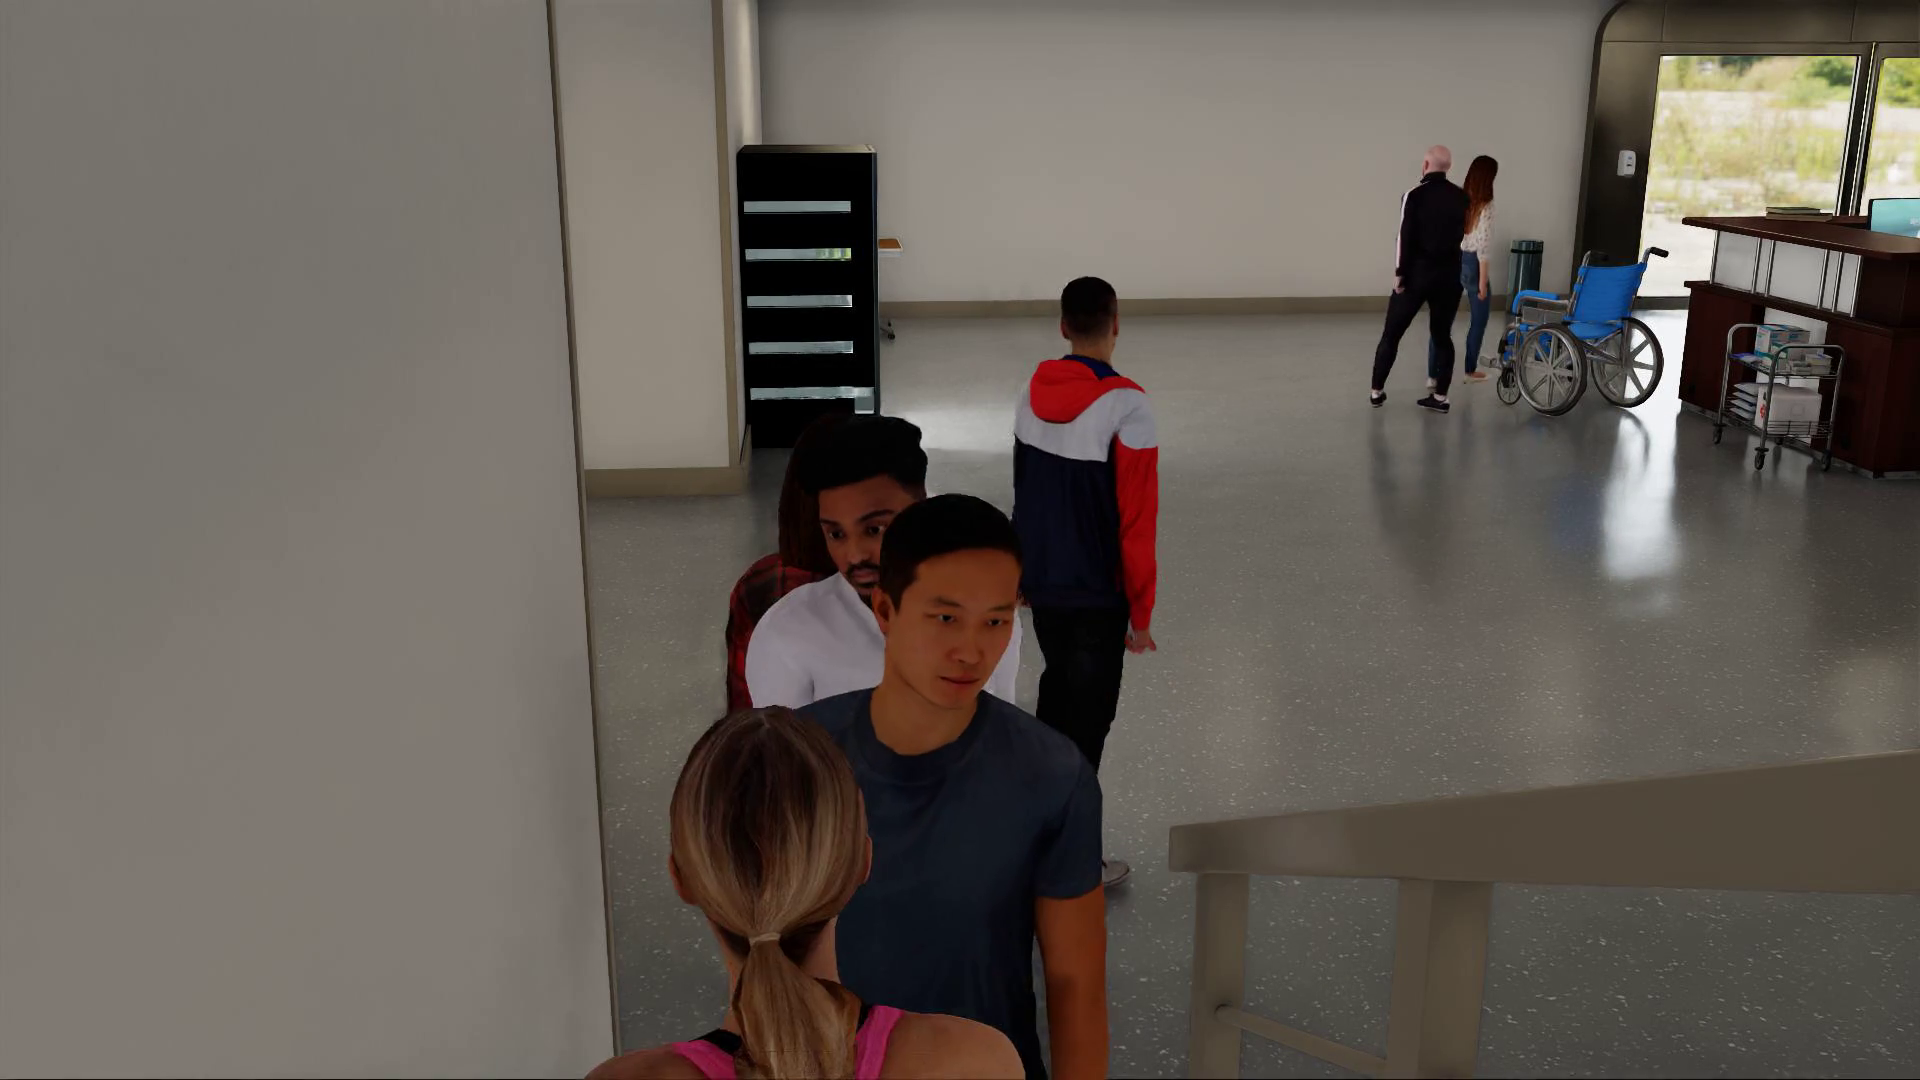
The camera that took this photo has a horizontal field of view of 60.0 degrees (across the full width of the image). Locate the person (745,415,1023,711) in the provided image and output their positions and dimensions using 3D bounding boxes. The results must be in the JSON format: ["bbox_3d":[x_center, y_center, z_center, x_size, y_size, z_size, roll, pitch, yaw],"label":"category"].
[{"bbox_3d":[-0.123,0.630,2.990,0.806,1.773,1.095,-6,17,-20],"label":"person"}]

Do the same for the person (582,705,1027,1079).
[{"bbox_3d":[-0.108,1.043,1.548,0.618,1.760,1.076,-1,16,-4],"label":"person"}]

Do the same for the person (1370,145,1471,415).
[{"bbox_3d":[3.272,-1.759,11.379,0.725,1.819,0.732,-5,17,-18],"label":"person"}]

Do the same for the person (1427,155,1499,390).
[{"bbox_3d":[3.664,-1.930,12.204,1.016,1.702,0.993,-12,20,-36],"label":"person"}]

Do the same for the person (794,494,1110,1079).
[{"bbox_3d":[-0.061,0.782,2.460,0.768,1.768,1.148,1,16,4],"label":"person"}]

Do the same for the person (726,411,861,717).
[{"bbox_3d":[-0.244,0.614,3.196,0.719,1.692,0.732,5,16,16],"label":"person"}]

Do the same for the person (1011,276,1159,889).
[{"bbox_3d":[0.280,0.133,4.835,0.937,1.729,0.874,-12,20,-37],"label":"person"}]
